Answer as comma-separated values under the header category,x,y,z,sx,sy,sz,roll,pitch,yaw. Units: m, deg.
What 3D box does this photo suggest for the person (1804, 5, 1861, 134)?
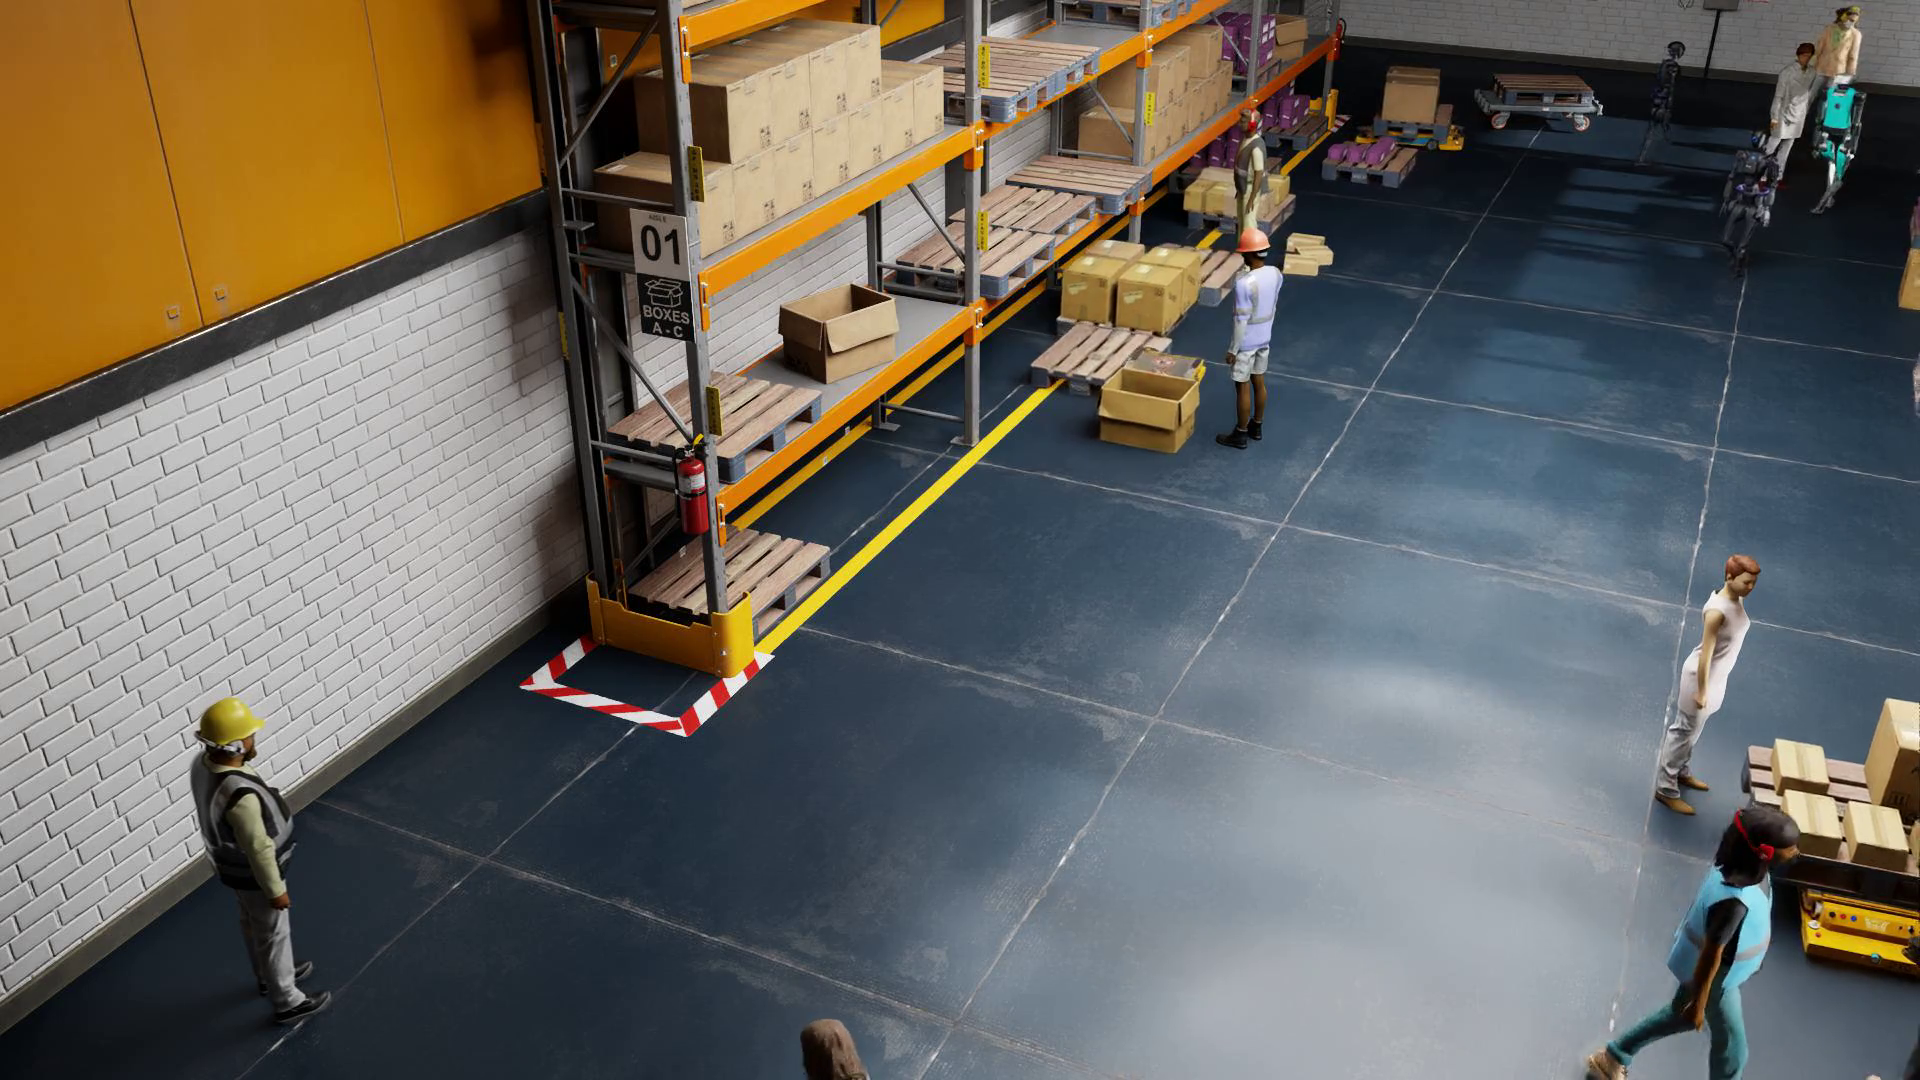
category,x,y,z,sx,sy,sz,roll,pitch,yaw
person,12.121,-6.524,23.184,0.621,1.844,0.584,23,36,35

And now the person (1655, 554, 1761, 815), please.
category,x,y,z,sx,sy,sz,roll,pitch,yaw
person,4.390,0.820,9.741,0.286,1.657,0.450,22,35,34

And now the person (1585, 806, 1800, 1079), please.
category,x,y,z,sx,sy,sz,roll,pitch,yaw
person,3.388,1.941,7.495,0.872,1.843,0.558,15,32,26

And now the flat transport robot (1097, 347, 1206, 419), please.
category,x,y,z,sx,sy,sz,roll,pitch,yaw
flat transport robot,1.785,-1.408,15.339,0.659,0.231,1.431,10,30,19

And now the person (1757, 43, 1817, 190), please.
category,x,y,z,sx,sy,sz,roll,pitch,yaw
person,10.473,-5.348,21.005,0.505,1.827,0.367,-5,29,-10

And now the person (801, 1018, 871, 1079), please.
category,x,y,z,sx,sy,sz,roll,pitch,yaw
person,-0.439,2.574,6.508,0.375,1.630,0.571,0,28,1

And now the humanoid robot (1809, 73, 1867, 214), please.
category,x,y,z,sx,sy,sz,roll,pitch,yaw
humanoid robot,10.620,-4.795,20.080,0.954,1.737,0.560,-25,37,-38

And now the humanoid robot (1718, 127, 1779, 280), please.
category,x,y,z,sx,sy,sz,roll,pitch,yaw
humanoid robot,8.572,-3.650,18.021,0.419,1.646,0.585,-21,35,-33

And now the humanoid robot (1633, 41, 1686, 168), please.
category,x,y,z,sx,sy,sz,roll,pitch,yaw
humanoid robot,9.226,-5.720,21.854,0.430,1.649,0.615,3,28,6

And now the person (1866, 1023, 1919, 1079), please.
category,x,y,z,sx,sy,sz,roll,pitch,yaw
person,4.587,1.977,7.429,0.514,1.818,0.763,-8,29,-14

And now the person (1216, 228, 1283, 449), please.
category,x,y,z,sx,sy,sz,roll,pitch,yaw
person,2.453,-1.709,14.151,0.363,1.929,0.541,25,37,38

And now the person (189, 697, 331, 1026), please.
category,x,y,z,sx,sy,sz,roll,pitch,yaw
person,-3.462,1.575,8.175,0.403,1.825,0.589,-22,35,-35

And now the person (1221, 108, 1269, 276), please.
category,x,y,z,sx,sy,sz,roll,pitch,yaw
person,3.133,-3.762,18.042,0.393,1.846,0.562,-2,28,-4

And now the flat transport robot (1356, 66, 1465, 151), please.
category,x,y,z,sx,sy,sz,roll,pitch,yaw
flat transport robot,6.287,-5.651,23.207,1.431,0.231,0.659,8,29,15

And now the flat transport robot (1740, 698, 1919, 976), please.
category,x,y,z,sx,sy,sz,roll,pitch,yaw
flat transport robot,5.024,1.855,9.288,0.659,0.231,1.431,9,30,16
